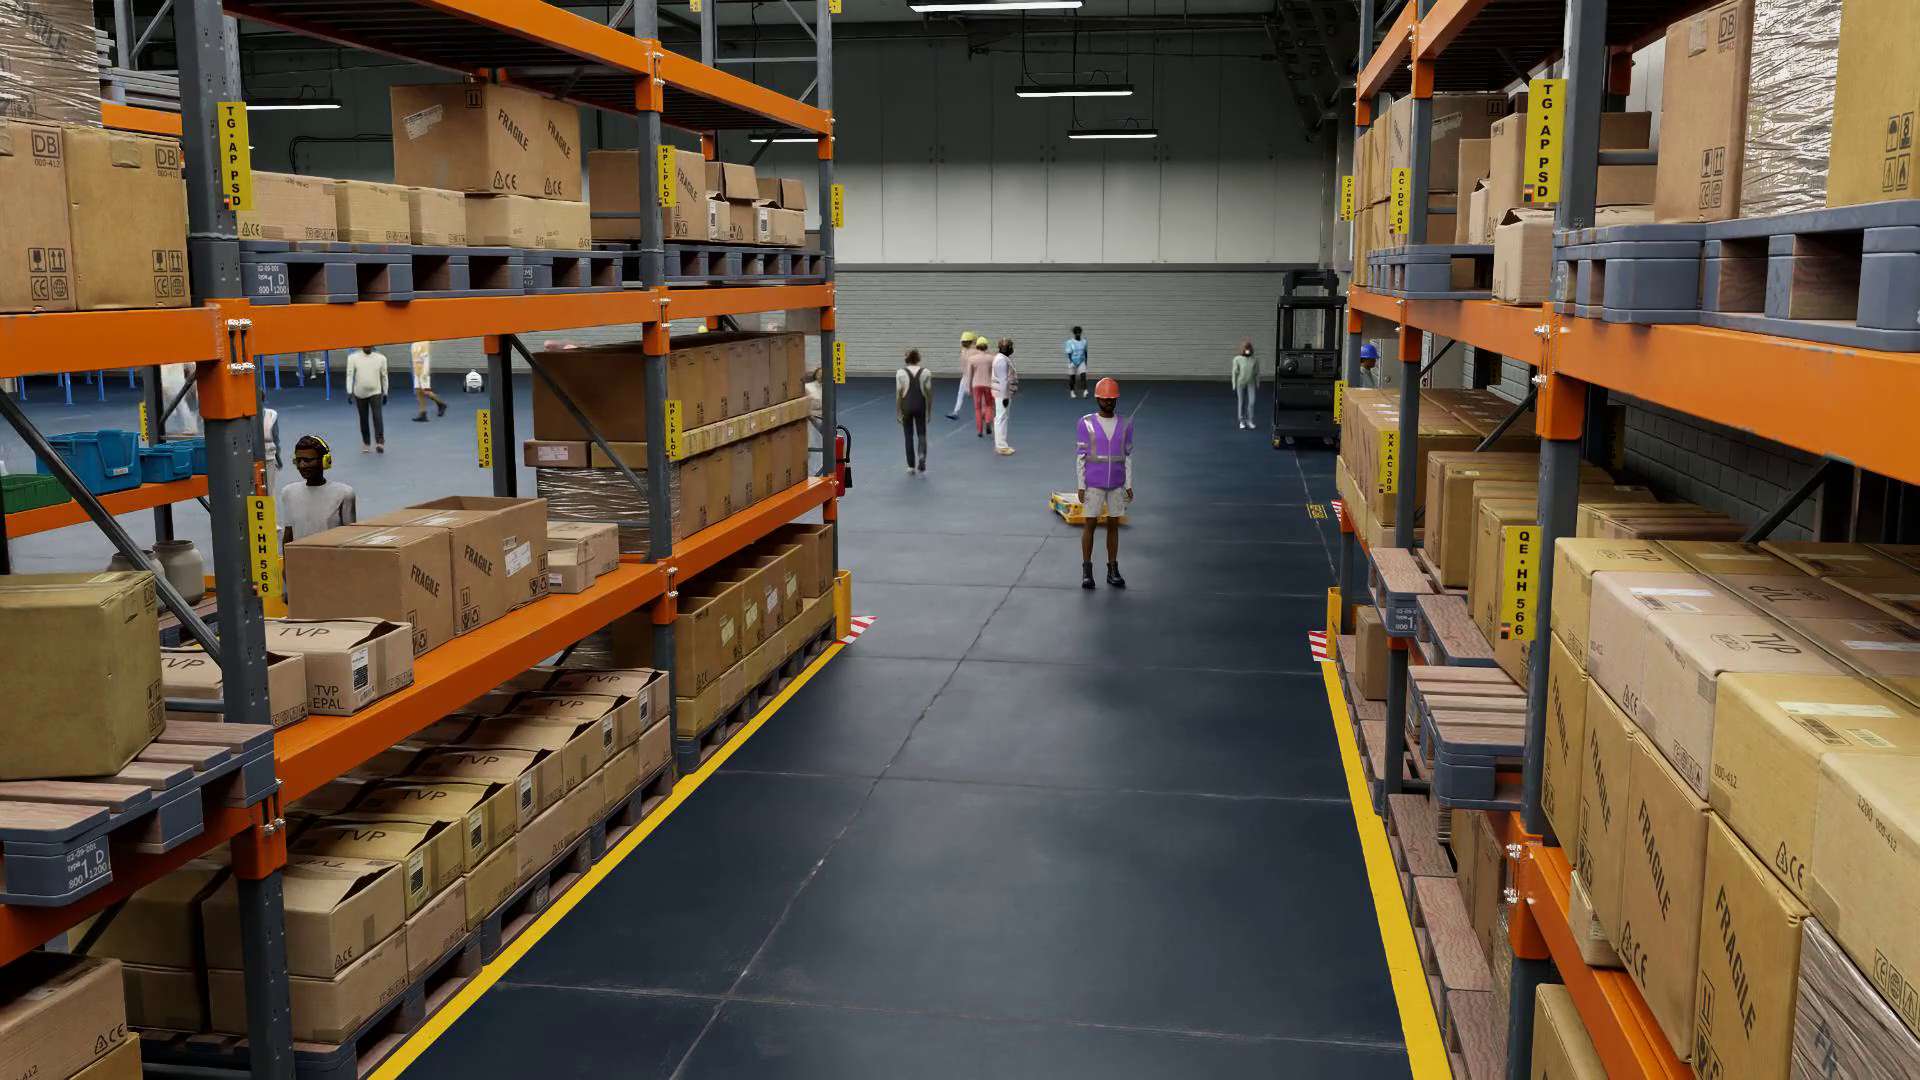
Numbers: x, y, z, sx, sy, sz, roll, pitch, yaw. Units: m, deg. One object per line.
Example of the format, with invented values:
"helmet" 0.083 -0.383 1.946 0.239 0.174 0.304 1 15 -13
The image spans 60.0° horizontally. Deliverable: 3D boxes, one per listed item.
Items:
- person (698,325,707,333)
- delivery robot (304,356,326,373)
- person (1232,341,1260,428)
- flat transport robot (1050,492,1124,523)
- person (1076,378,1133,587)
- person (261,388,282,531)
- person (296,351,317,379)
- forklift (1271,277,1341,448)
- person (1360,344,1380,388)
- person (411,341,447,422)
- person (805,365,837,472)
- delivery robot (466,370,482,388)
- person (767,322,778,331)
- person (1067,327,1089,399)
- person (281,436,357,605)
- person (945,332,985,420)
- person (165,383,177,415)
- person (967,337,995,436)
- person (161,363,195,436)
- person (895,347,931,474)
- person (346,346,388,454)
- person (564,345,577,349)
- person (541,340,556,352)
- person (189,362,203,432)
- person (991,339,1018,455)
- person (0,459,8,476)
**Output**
"person" -5.528 -3.746 35.841 0.492 1.740 0.325 -2 9 -12
"delivery robot" -17.985 -4.882 46.331 0.707 0.478 0.477 5 10 30
"person" 5.298 -2.851 30.707 0.533 1.604 0.714 0 9 -3
"flat transport robot" 1.506 -0.402 19.868 0.652 0.197 1.431 -1 9 -6
"person" 1.350 -0.535 15.430 0.543 1.939 0.360 -2 9 -12
"person" -7.849 -0.900 18.605 0.522 1.638 0.310 -9 13 -44
"person" -17.694 -5.296 44.983 0.592 1.872 1.003 -8 12 -42
"forklift" 5.847 -3.016 27.970 1.129 2.768 1.873 1 9 9
"person" 5.352 -1.619 22.082 0.389 1.949 0.604 5 11 30
"person" -10.439 -3.271 32.460 0.588 1.895 0.646 8 12 40
"person" -1.995 -1.659 23.360 0.523 1.622 0.634 -4 10 -25
"delivery robot" -11.719 -3.864 40.060 0.477 0.478 0.707 -3 10 -18
"person" -3.706 -3.478 33.751 0.650 1.881 0.728 9 13 44
"person" 2.684 -4.032 37.884 0.531 1.636 0.924 -2 9 -11
"person" -4.155 0.251 10.796 0.531 1.870 0.317 0 9 2
"person" 0.159 -3.196 32.518 0.927 1.709 0.537 -6 11 -34
"person" -15.822 -3.360 33.145 0.571 1.834 0.836 3 10 17
"person" 0.388 -2.720 29.446 0.546 1.751 0.449 -1 9 -3
"person" -13.737 -2.685 28.842 0.870 1.888 0.719 -3 10 -18
"person" -0.678 -1.862 23.937 0.515 1.831 0.415 -1 9 -9
"person" -9.478 -2.348 26.621 0.633 1.935 1.042 -3 10 -19
"person" -5.144 -1.623 22.127 0.342 1.942 0.552 2 9 11
"person" -6.118 -2.072 25.078 0.697 1.887 0.650 5 10 28
"person" -13.540 -2.683 29.683 0.702 1.617 0.522 4 10 22
"person" 0.713 -2.299 26.668 0.430 1.838 0.643 -1 9 -4
"person" -10.740 -0.934 18.219 0.530 1.838 0.877 7 12 38
